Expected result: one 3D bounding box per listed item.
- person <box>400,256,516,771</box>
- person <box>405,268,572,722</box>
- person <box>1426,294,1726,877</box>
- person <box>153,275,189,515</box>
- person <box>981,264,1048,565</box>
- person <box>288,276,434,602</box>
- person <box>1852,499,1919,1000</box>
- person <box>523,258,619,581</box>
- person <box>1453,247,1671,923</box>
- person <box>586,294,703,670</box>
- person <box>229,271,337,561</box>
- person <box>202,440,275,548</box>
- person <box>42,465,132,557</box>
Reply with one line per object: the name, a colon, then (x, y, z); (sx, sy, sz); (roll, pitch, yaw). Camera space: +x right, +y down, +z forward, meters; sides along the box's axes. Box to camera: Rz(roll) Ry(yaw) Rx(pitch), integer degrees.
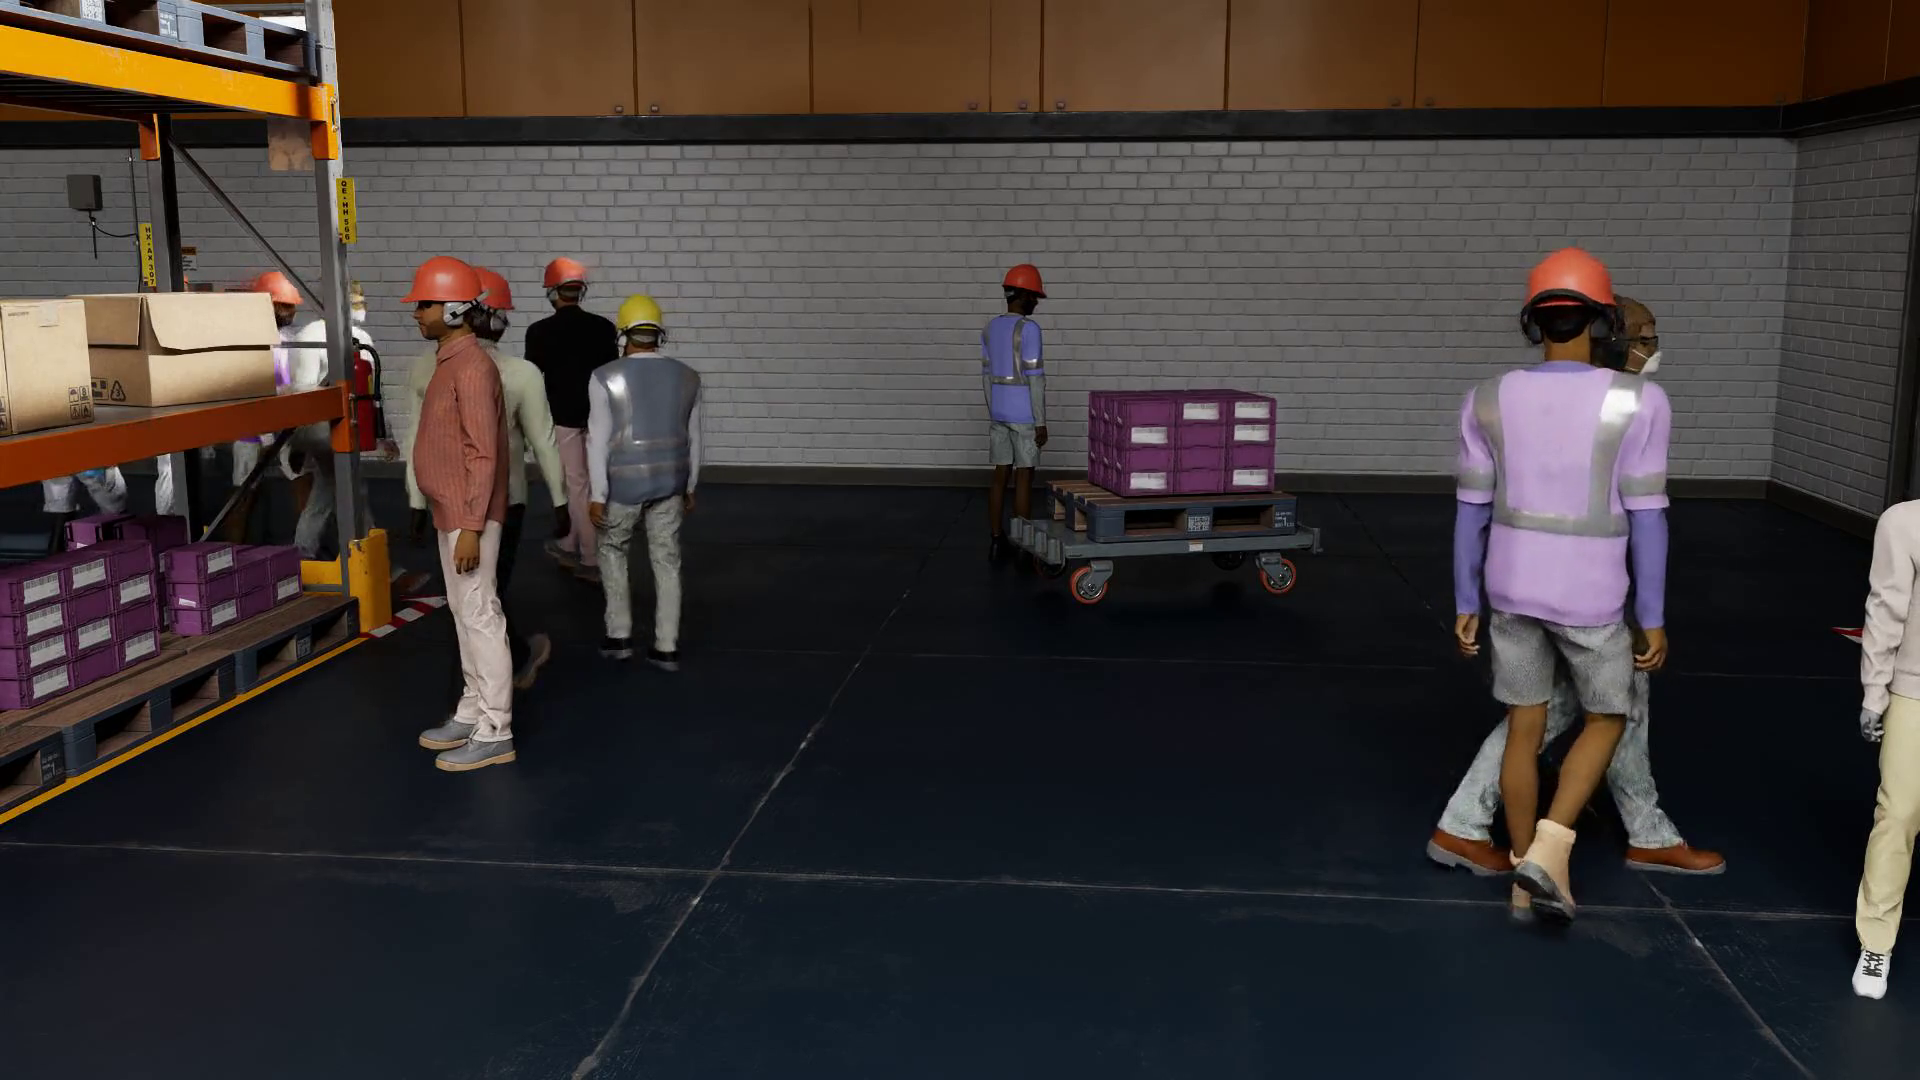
person: (-1.956, -0.103, 6.533); (0.375, 1.995, 0.610); (-5, 11, -26)
person: (-2.003, -0.185, 7.157); (0.639, 1.933, 1.085); (3, 10, 16)
person: (1.977, 0.170, 5.296); (0.967, 1.899, 0.640); (2, 10, 9)
person: (-5.113, -0.799, 10.834); (0.337, 1.881, 0.583); (-2, 10, -14)
person: (0.382, -0.803, 10.736); (0.375, 1.927, 0.543); (-8, 13, -38)
person: (-3.513, -0.574, 9.569); (1.030, 1.873, 0.626); (2, 10, 11)
person: (2.672, 0.443, 4.439); (0.497, 1.633, 0.287); (3, 10, 18)
person: (-2.477, -0.750, 10.325); (0.933, 1.955, 0.652); (10, 14, 44)
person: (1.760, 0.163, 4.911); (0.642, 2.028, 0.502); (8, 13, 38)
person: (-1.574, -0.286, 8.113); (0.617, 1.803, 0.657); (-7, 12, -33)
person: (-4.059, -0.649, 9.956); (0.896, 1.887, 0.557); (3, 10, 15)
person: (-4.519, -0.546, 10.194); (0.763, 1.597, 0.521); (-5, 11, -28)
person: (-4.910, -0.436, 9.365); (0.541, 1.659, 0.756); (2, 10, 9)
